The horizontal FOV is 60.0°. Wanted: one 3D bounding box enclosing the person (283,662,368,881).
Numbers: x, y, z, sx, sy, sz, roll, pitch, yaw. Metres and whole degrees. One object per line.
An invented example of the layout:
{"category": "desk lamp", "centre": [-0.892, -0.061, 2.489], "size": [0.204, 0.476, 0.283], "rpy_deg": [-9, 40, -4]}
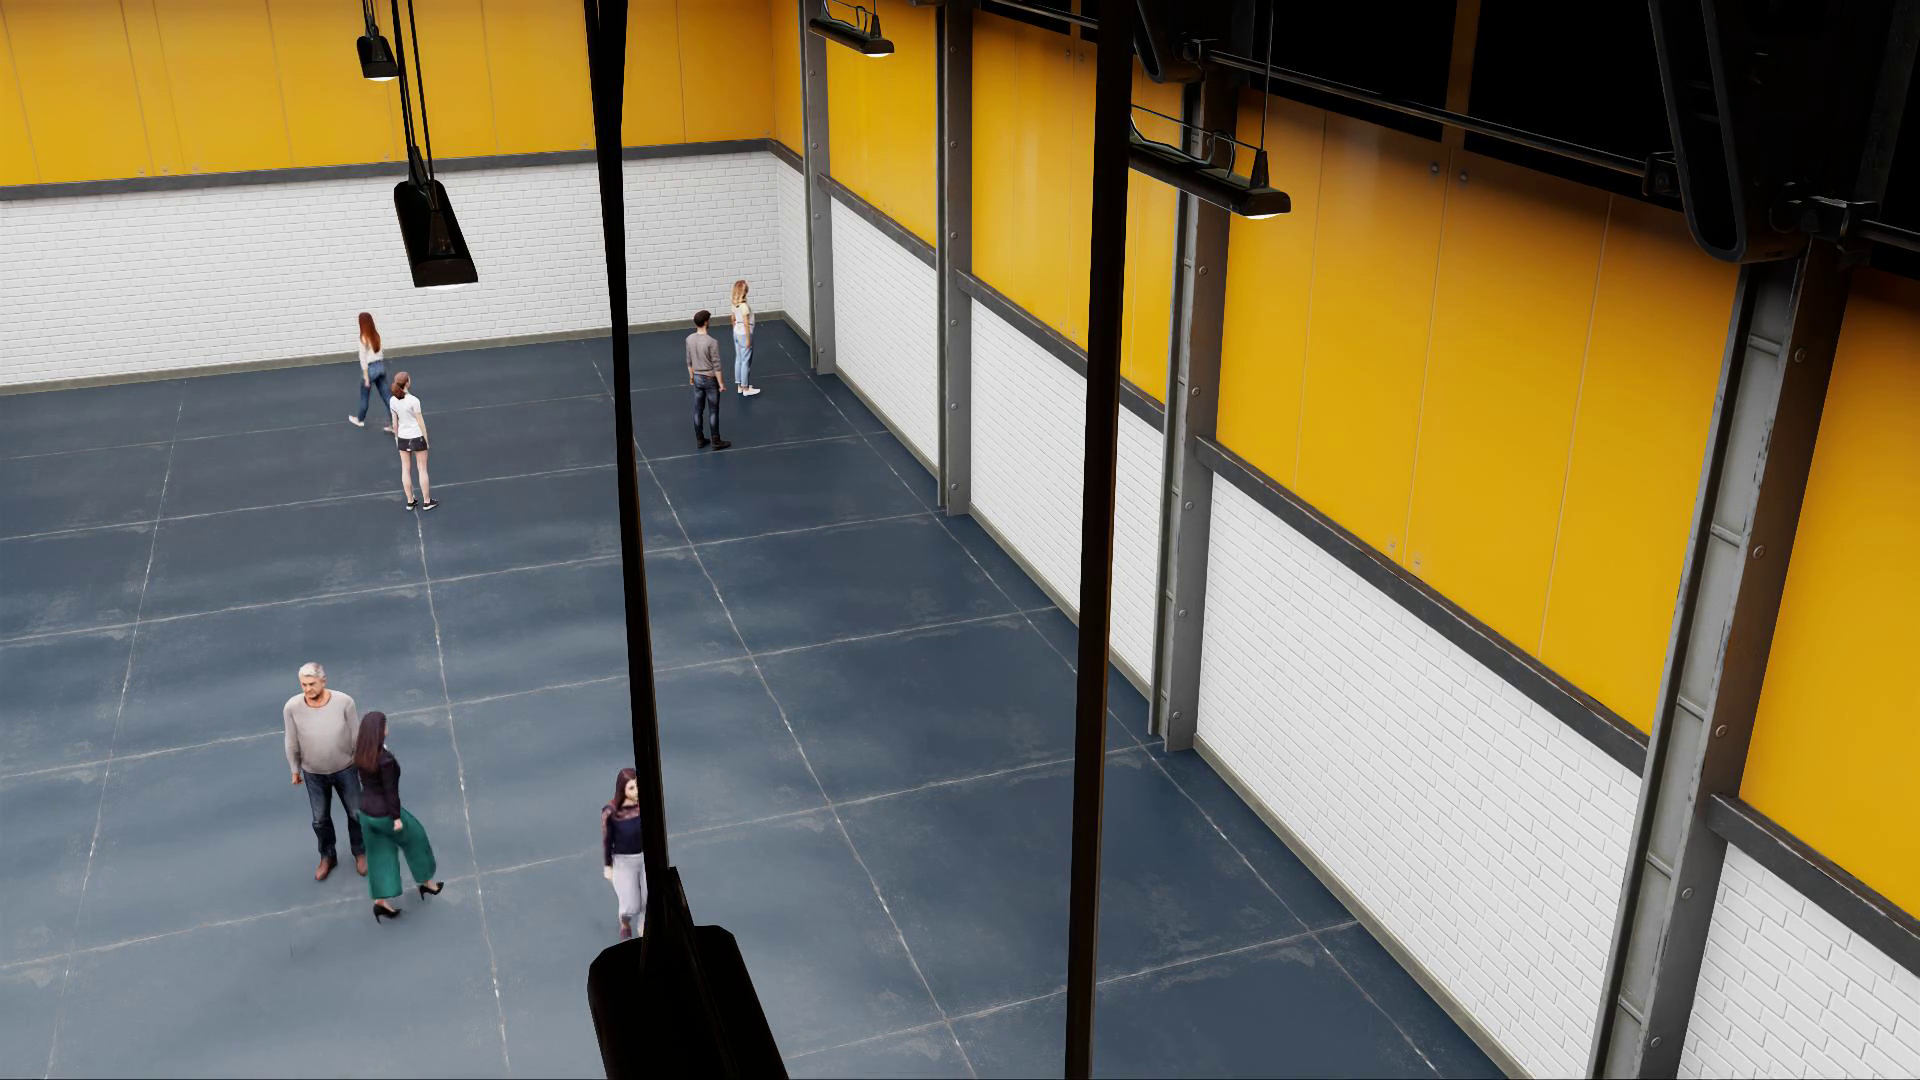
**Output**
{"category": "person", "centre": [-5.040, 1.814, 13.298], "size": [0.767, 1.909, 0.658], "rpy_deg": [-5, 24, -12]}

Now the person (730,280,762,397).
{"category": "person", "centre": [-3.204, -2.992, 24.527], "size": [0.728, 1.722, 0.551], "rpy_deg": [-14, 27, -30]}

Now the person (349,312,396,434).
{"category": "person", "centre": [-8.015, -2.276, 22.921], "size": [1.105, 1.697, 0.978], "rpy_deg": [13, 27, 28]}

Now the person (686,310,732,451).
{"category": "person", "centre": [-3.424, -2.149, 22.372], "size": [0.767, 1.903, 0.835], "rpy_deg": [11, 26, 24]}

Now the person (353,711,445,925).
{"category": "person", "centre": [-4.477, 2.174, 12.729], "size": [0.927, 1.705, 0.970], "rpy_deg": [16, 28, 32]}

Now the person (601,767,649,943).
{"category": "person", "centre": [-2.449, 2.386, 12.375], "size": [0.704, 1.600, 0.727], "rpy_deg": [-17, 29, -33]}

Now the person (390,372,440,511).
{"category": "person", "centre": [-6.743, -1.218, 20.431], "size": [0.657, 1.752, 0.690], "rpy_deg": [3, 24, 6]}
